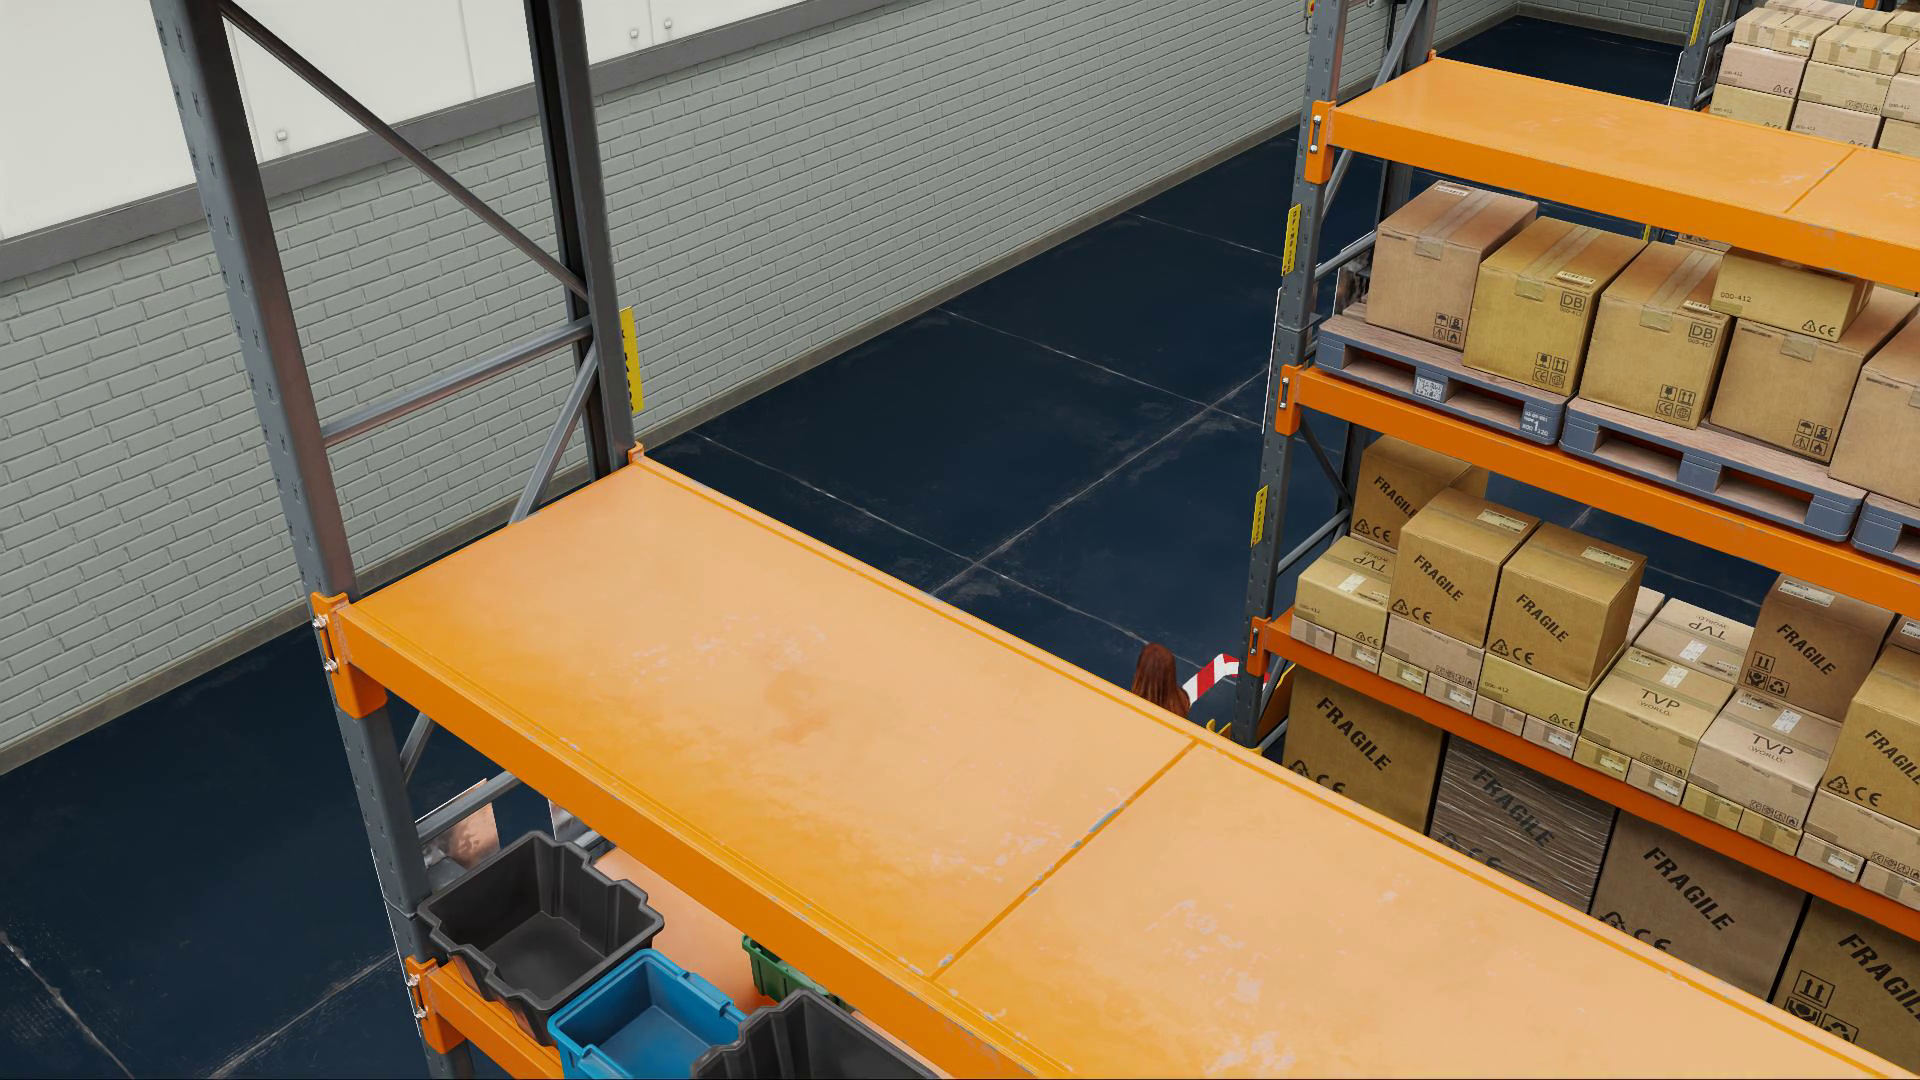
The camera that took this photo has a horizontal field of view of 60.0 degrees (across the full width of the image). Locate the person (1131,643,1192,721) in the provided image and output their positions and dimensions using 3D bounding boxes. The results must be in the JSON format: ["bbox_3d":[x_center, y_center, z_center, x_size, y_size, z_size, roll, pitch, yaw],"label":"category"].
[{"bbox_3d":[0.960,1.231,8.449,0.654,1.704,0.607,-21,38,-28],"label":"person"}]
